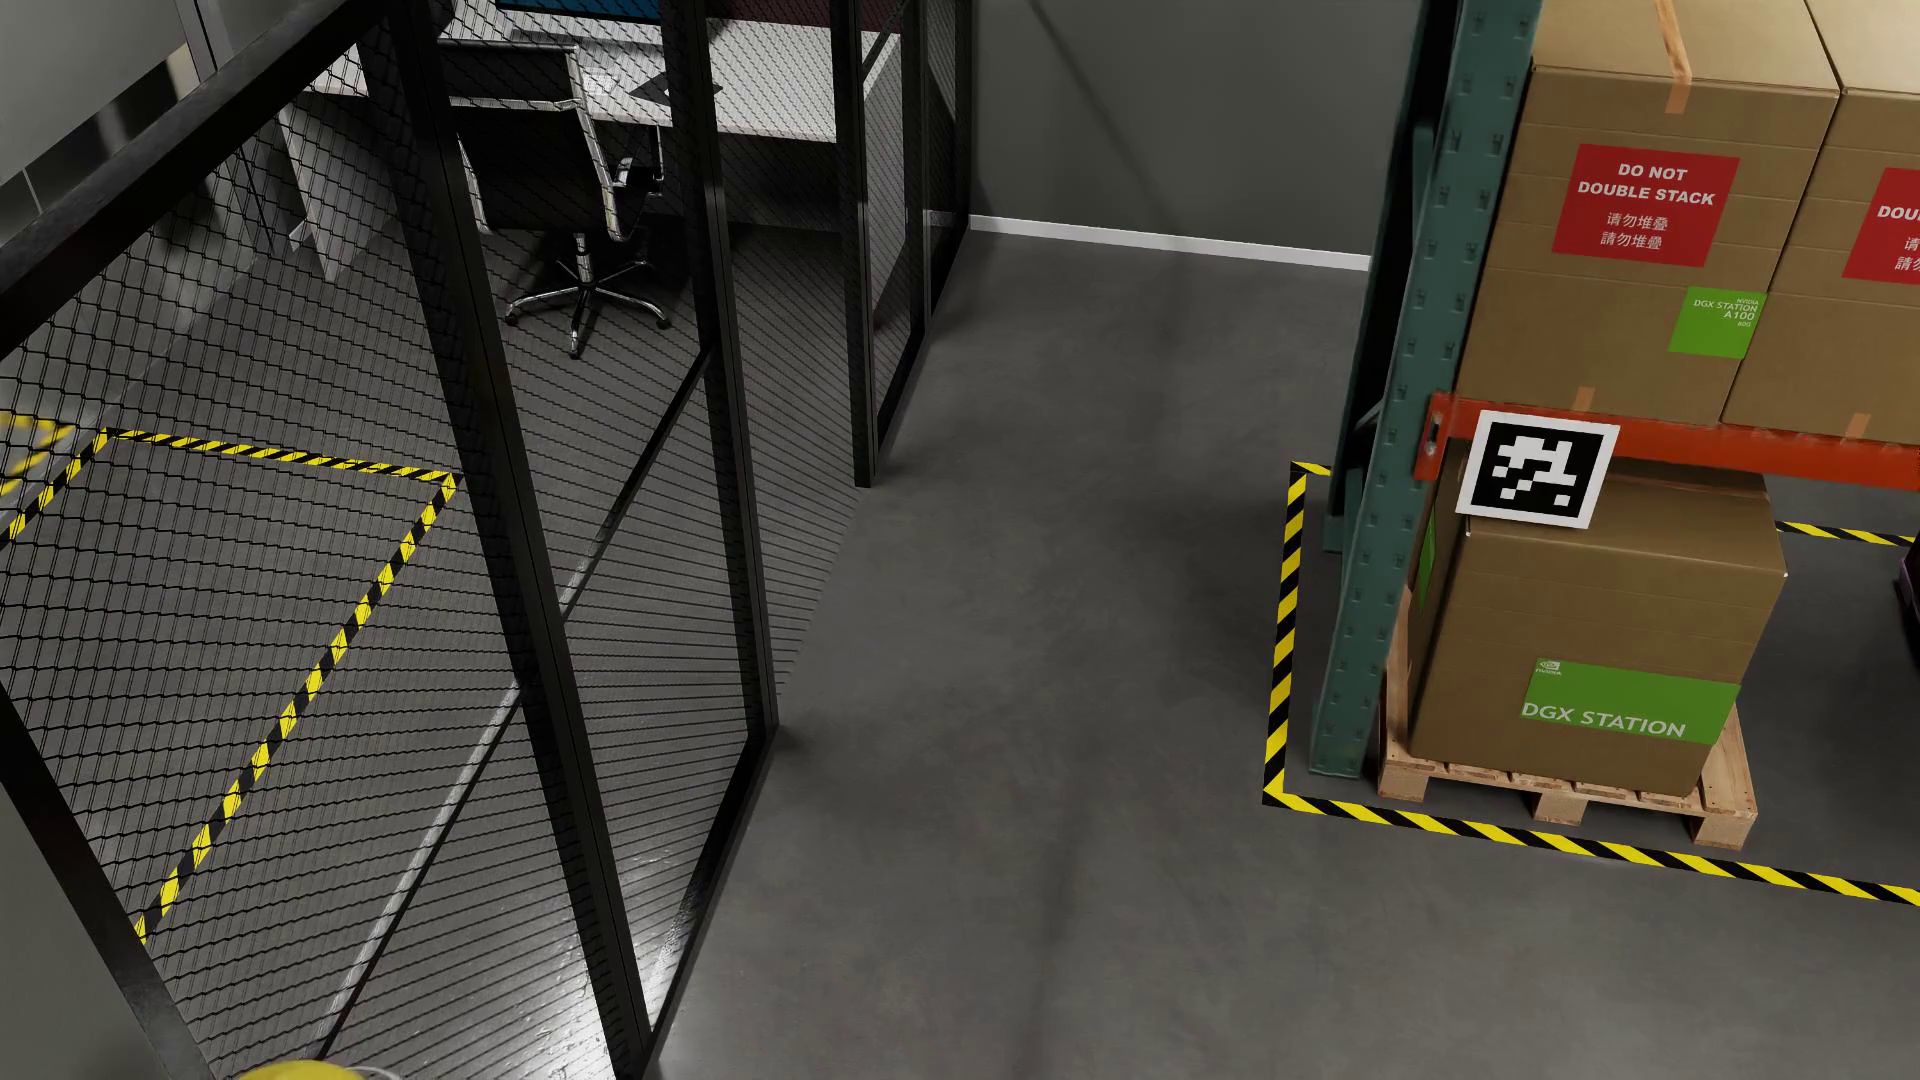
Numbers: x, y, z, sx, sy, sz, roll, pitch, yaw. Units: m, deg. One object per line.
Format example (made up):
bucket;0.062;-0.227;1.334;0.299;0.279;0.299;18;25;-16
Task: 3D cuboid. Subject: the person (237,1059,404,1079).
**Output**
person;-0.666;1.226;2.164;0.589;1.835;0.404;14;43;16
